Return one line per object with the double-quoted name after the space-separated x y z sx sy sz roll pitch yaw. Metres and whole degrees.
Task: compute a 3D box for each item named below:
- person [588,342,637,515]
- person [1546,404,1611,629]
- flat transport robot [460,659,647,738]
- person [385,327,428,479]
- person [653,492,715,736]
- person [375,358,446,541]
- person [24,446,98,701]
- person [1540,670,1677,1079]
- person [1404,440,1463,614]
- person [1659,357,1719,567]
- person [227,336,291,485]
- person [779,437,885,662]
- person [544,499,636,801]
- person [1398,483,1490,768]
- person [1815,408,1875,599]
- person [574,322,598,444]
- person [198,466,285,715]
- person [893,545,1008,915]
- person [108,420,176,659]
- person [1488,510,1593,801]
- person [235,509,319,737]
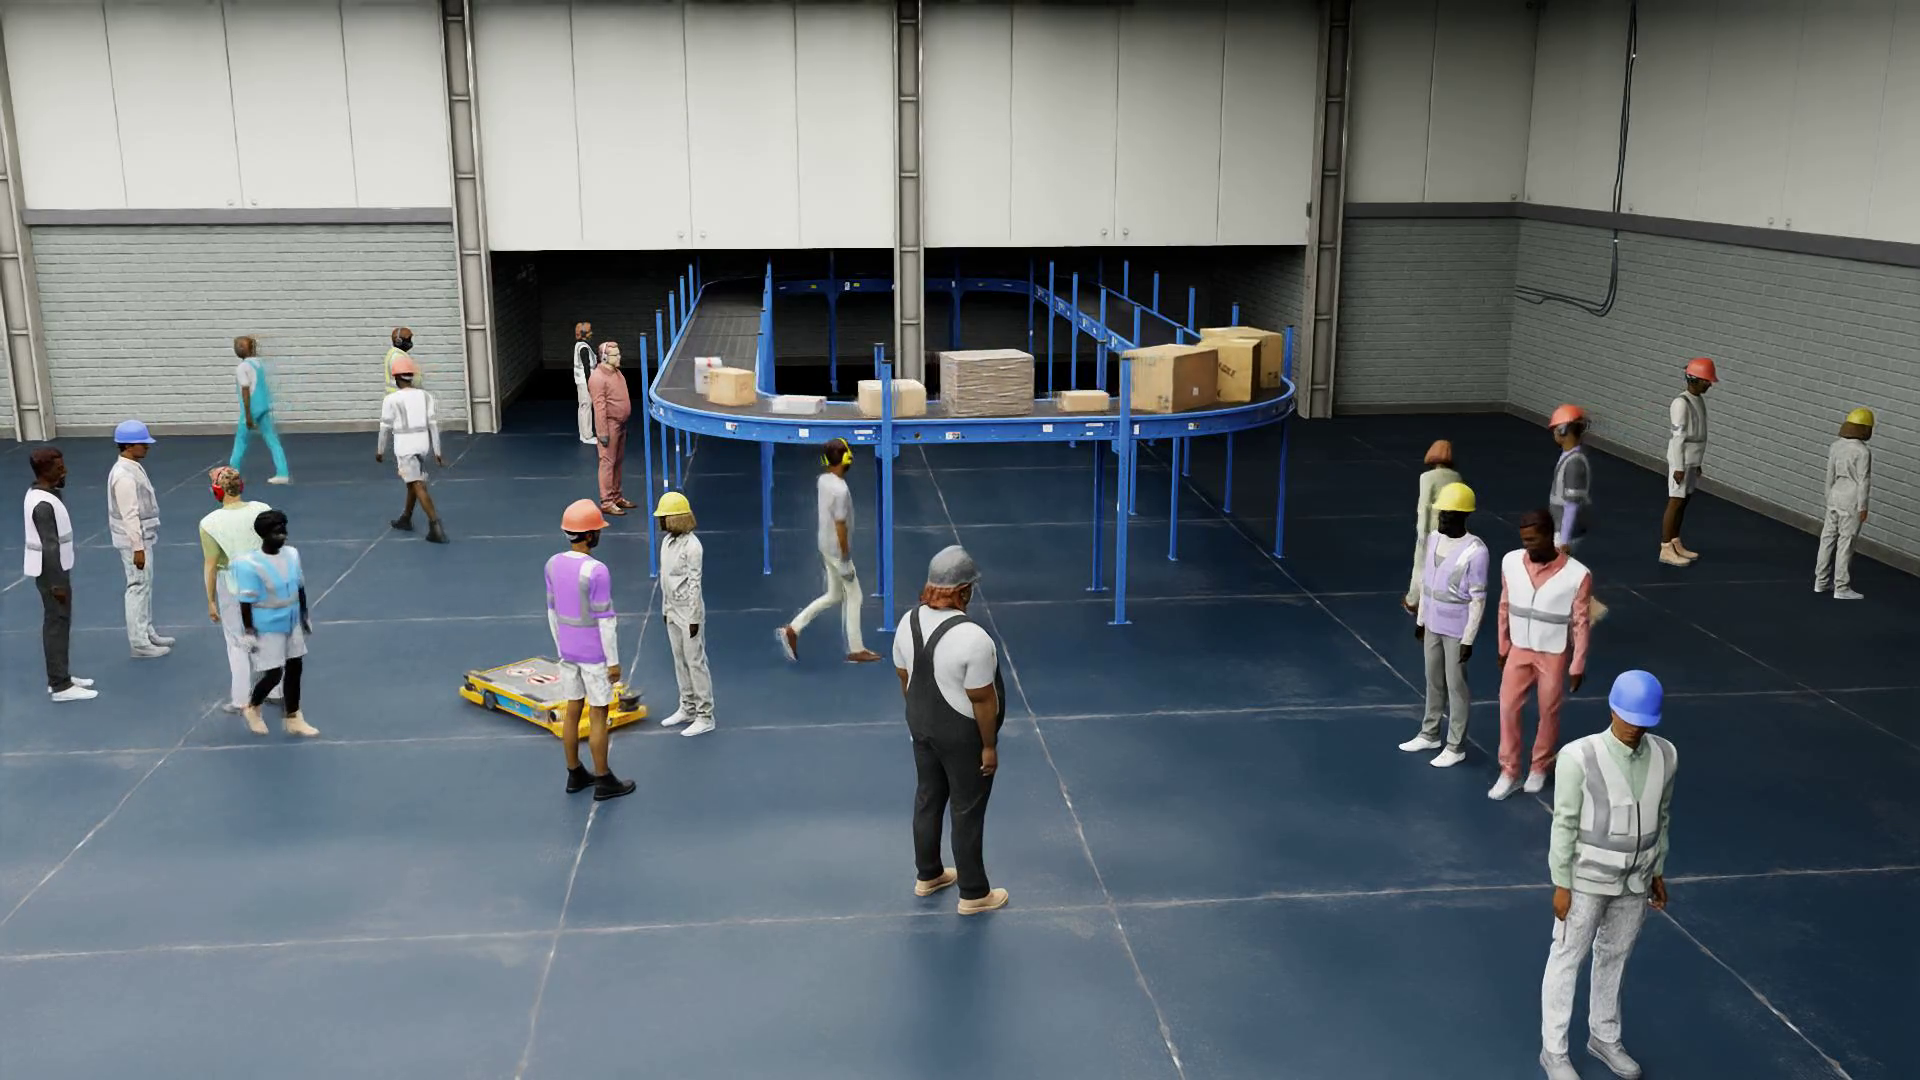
-3.829 -1.240 18.391 0.408 1.908 0.643 2 14 9 "person"
5.026 -0.101 13.615 0.614 2.008 0.663 4 15 17 "person"
-3.005 1.132 12.218 1.431 0.197 0.652 13 19 41 "flat transport robot"
-6.741 -1.663 20.221 0.430 1.840 0.623 -6 15 -23 "person"
-1.968 0.512 11.733 0.316 1.736 0.486 -10 17 -35 "person"
-5.671 -0.944 17.292 1.046 1.882 0.549 9 17 33 "person"
-6.774 0.248 12.415 0.371 1.915 0.597 -8 16 -30 "person"
2.886 1.492 7.389 0.602 1.941 0.402 -4 15 -15 "person"
4.110 -0.066 14.353 0.533 1.571 0.729 -5 15 -21 "person"
7.121 -0.772 16.249 0.380 2.039 0.607 11 18 37 "person"
-8.464 -1.538 19.806 0.981 1.787 0.536 3 14 11 "person"
-1.032 0.101 13.186 0.765 1.838 0.508 -6 15 -21 "person"
-2.364 0.695 10.579 0.542 1.939 0.369 10 17 35 "person"
3.265 0.560 11.139 0.355 1.930 0.587 -6 15 -22 "person"
8.079 -0.337 15.119 0.306 1.739 0.485 -3 14 -11 "person"
-5.043 -2.113 22.423 0.307 1.641 0.514 -5 15 -20 "person"
-5.208 0.372 12.089 0.389 1.837 0.561 9 17 32 "person"
-0.007 1.016 9.090 0.538 2.000 0.683 -13 19 -43 "person"
-6.615 -0.008 13.407 0.411 1.939 0.601 -6 15 -22 "person"
3.631 0.744 10.499 0.619 1.874 0.747 11 18 39 "person"
-4.760 0.590 11.514 0.428 1.675 0.564 6 15 23 "person"
